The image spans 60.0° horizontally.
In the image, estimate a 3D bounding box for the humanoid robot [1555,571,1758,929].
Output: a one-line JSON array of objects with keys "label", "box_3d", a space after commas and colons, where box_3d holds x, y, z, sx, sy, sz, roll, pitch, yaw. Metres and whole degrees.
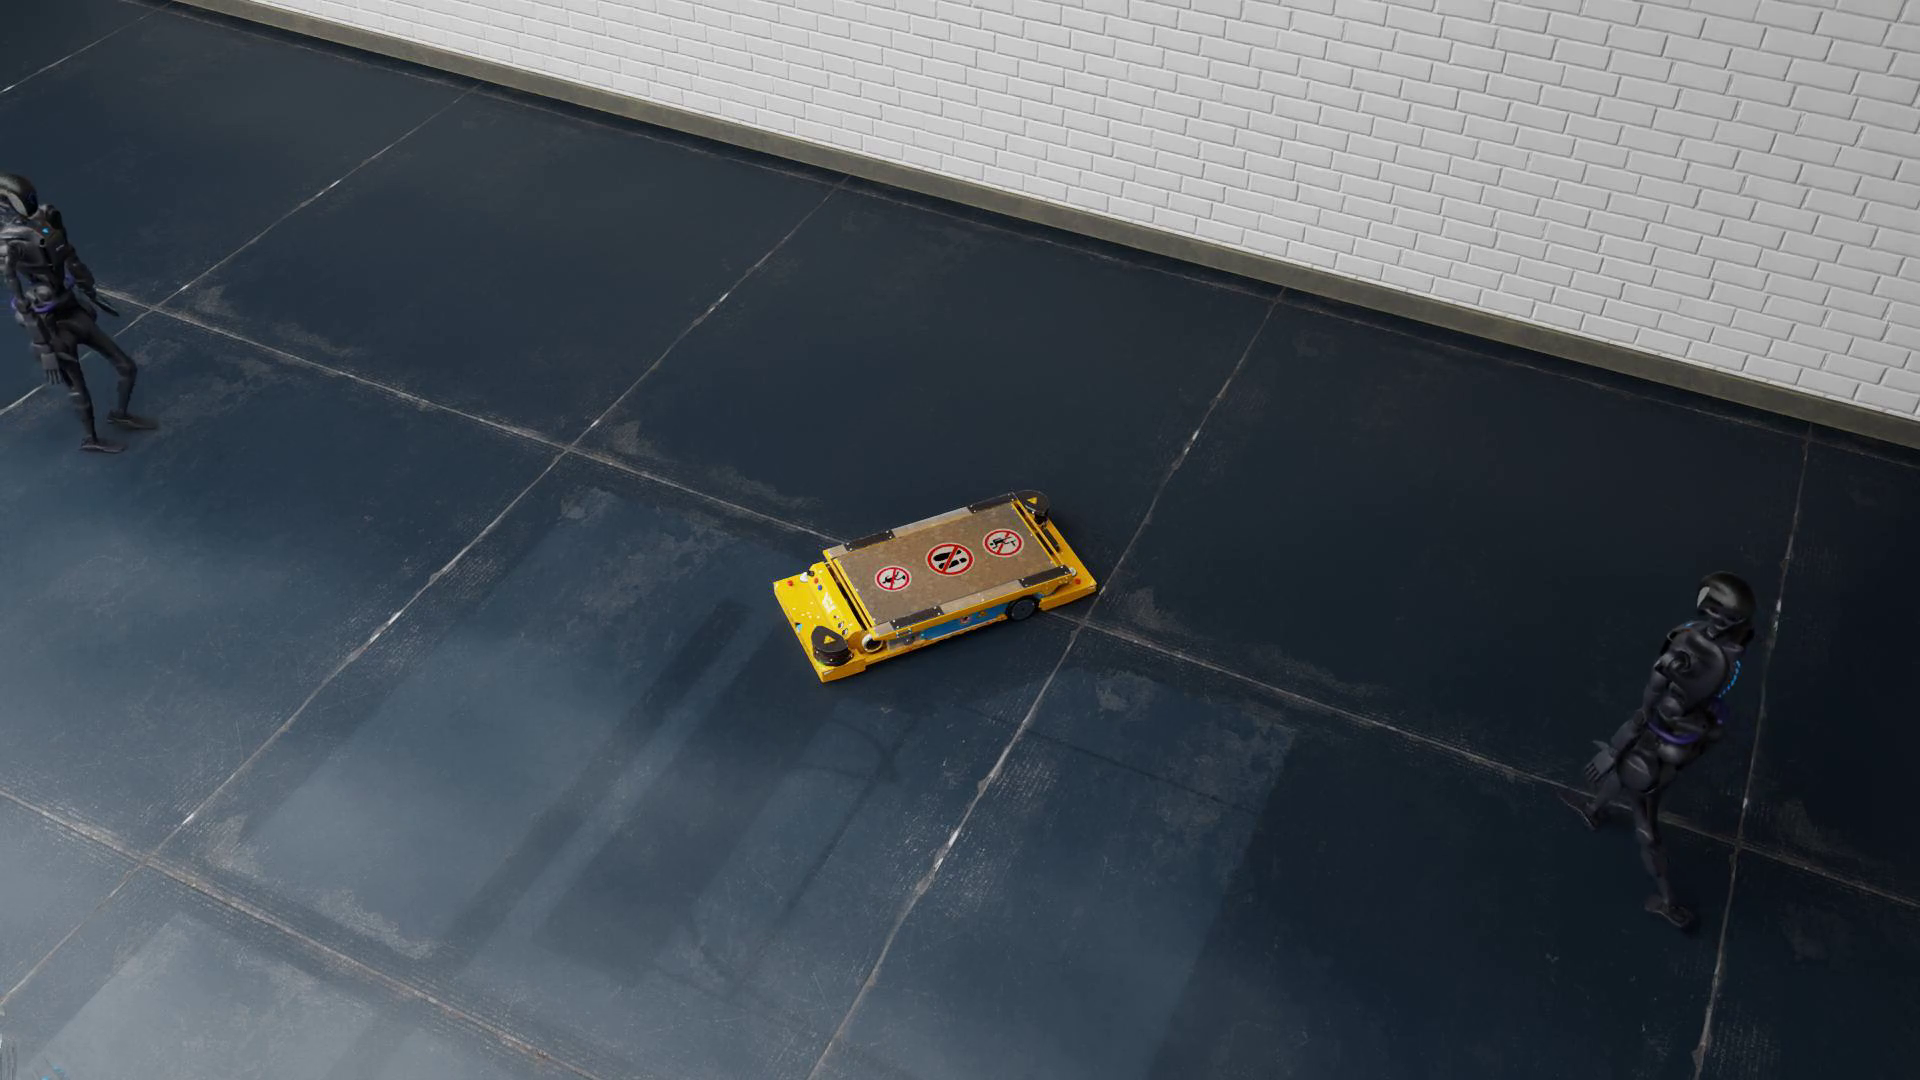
[{"label": "humanoid robot", "box_3d": [2.748, 0.767, 6.439, 0.584, 1.637, 0.789, -24, 48, -23]}]

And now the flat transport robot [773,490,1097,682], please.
[{"label": "flat transport robot", "box_3d": [-0.120, 0.201, 8.038, 1.431, 0.231, 0.659, -17, 46, -18]}]

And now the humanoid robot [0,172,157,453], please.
[{"label": "humanoid robot", "box_3d": [-4.554, -1.127, 8.435, 0.370, 1.645, 0.590, 3, 43, 3]}]
